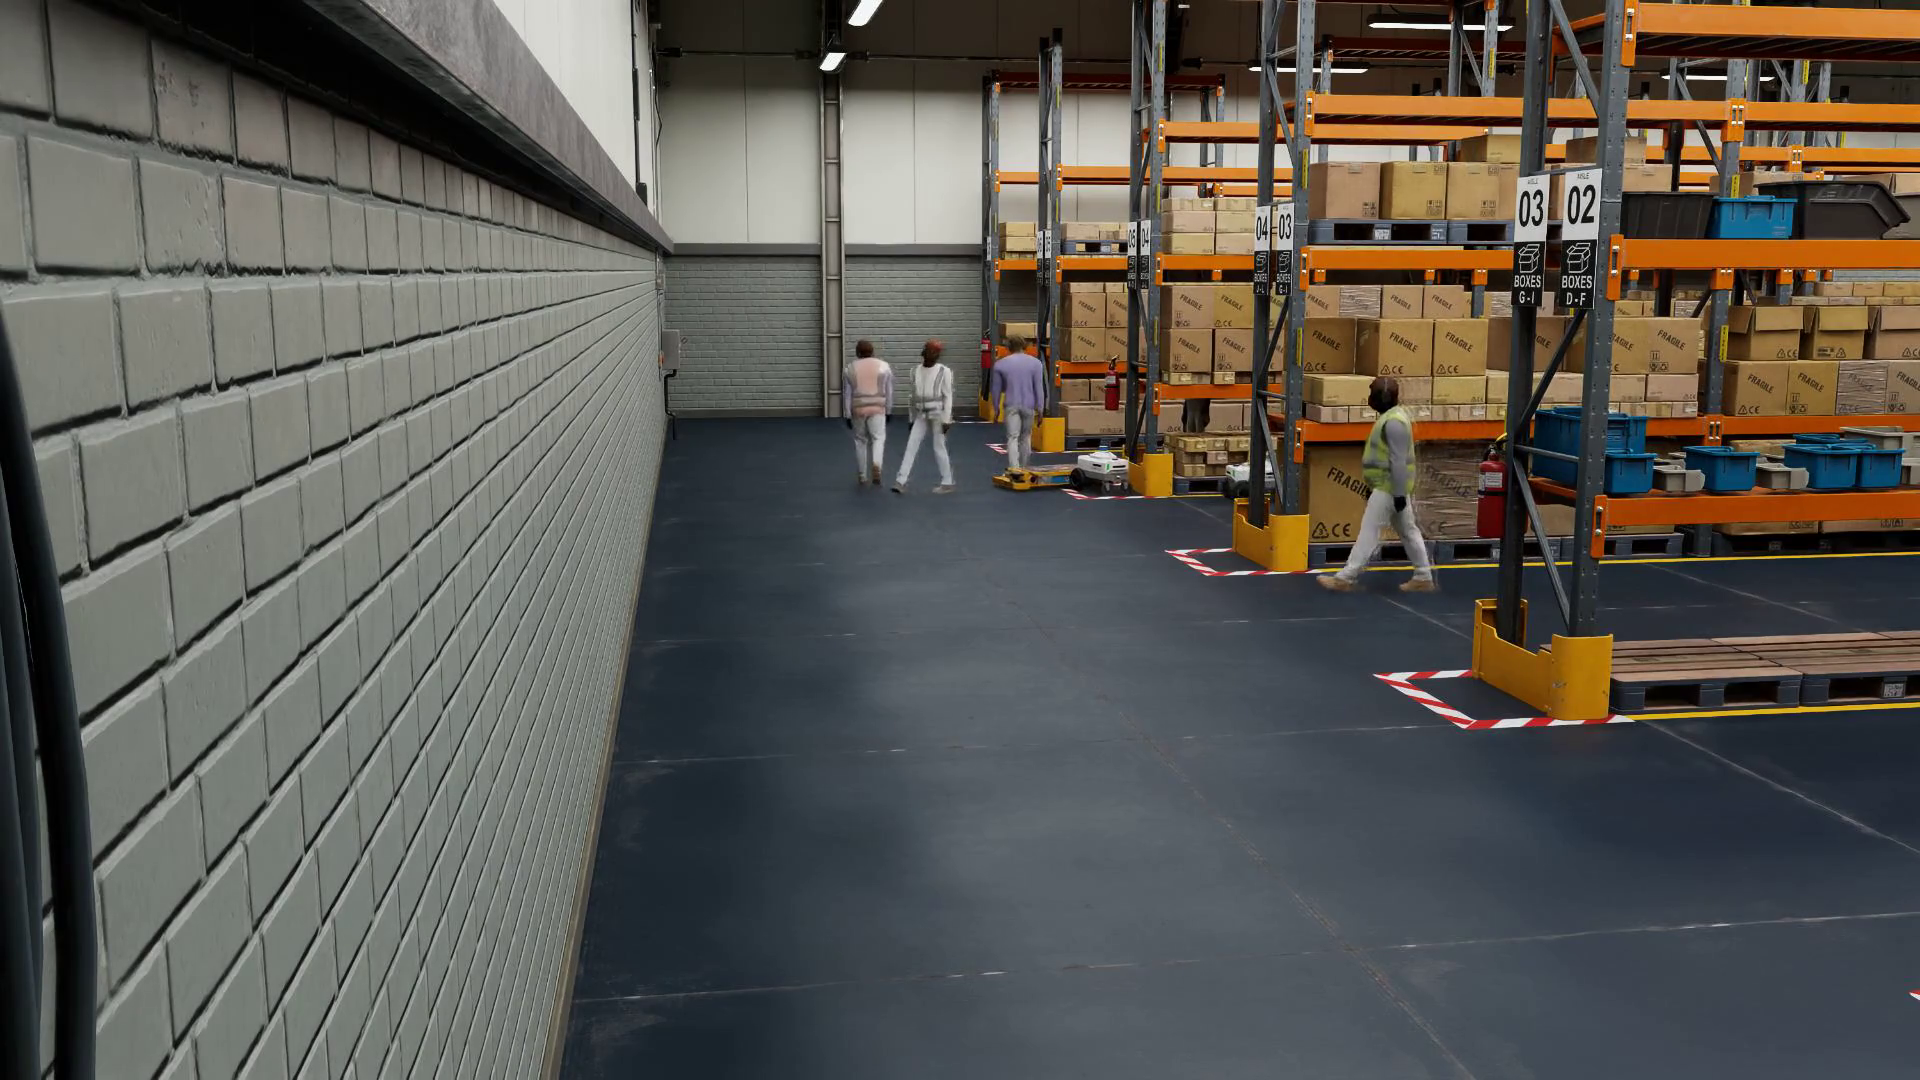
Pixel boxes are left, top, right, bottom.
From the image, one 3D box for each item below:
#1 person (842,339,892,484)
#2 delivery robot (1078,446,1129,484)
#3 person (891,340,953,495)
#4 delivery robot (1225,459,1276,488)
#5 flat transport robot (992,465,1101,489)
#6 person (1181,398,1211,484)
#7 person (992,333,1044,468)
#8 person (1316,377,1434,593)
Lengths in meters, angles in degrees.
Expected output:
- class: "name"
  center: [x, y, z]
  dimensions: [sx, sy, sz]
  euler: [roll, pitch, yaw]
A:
- class: "person"
  center: [-1.143, -1.576, 20.552]
  dimensions: [0.625, 1.821, 0.778]
  euler: [0, 9, -3]
- class: "delivery robot"
  center: [1.713, -0.885, 19.889]
  dimensions: [0.477, 0.478, 0.707]
  euler: [-5, 10, -28]
- class: "person"
  center: [-0.413, -1.430, 19.621]
  dimensions: [0.621, 1.828, 0.754]
  euler: [5, 11, 29]
- class: "delivery robot"
  center: [3.415, -0.748, 19.043]
  dimensions: [0.707, 0.478, 0.477]
  euler: [-1, 9, -6]
- class: "flat transport robot"
  center: [1.170, -0.789, 20.458]
  dimensions: [1.431, 0.197, 0.652]
  euler: [-4, 10, -23]
- class: "person"
  center: [2.912, -1.596, 20.561]
  dimensions: [0.333, 1.860, 0.510]
  euler: [-5, 10, -26]
- class: "person"
  center: [0.726, -1.640, 20.808]
  dimensions: [0.641, 1.882, 1.011]
  euler: [0, 9, -2]
- class: "person"
  center: [3.479, -0.443, 13.666]
  dimensions: [0.971, 1.786, 0.648]
  euler: [2, 9, 13]
